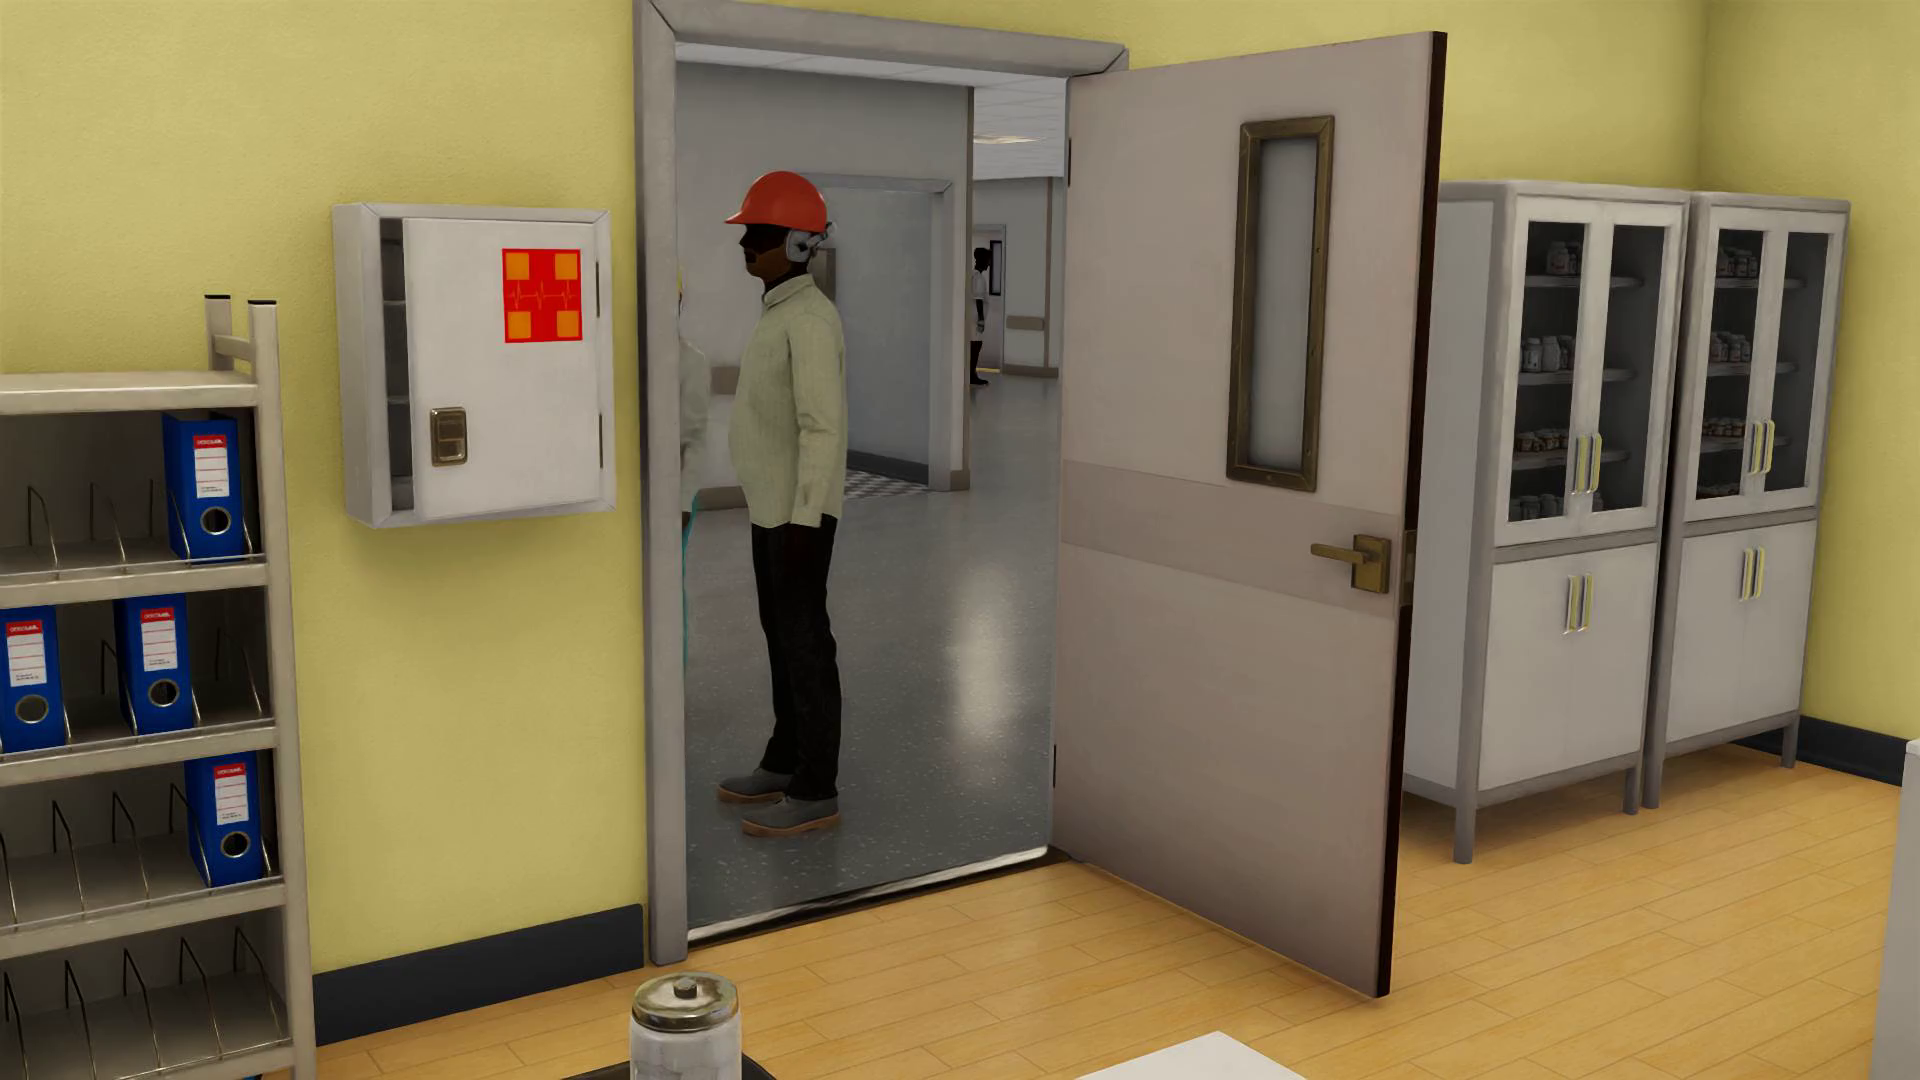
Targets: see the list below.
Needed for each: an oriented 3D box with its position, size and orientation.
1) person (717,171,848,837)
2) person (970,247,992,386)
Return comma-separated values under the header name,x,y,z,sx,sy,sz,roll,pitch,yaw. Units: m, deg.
name,x,y,z,sx,sy,sz,roll,pitch,yaw
person,-0.532,-0.107,5.084,0.373,1.997,0.618,-2,10,-19
person,0.247,-3.134,23.395,0.389,1.951,0.615,-1,10,-11
